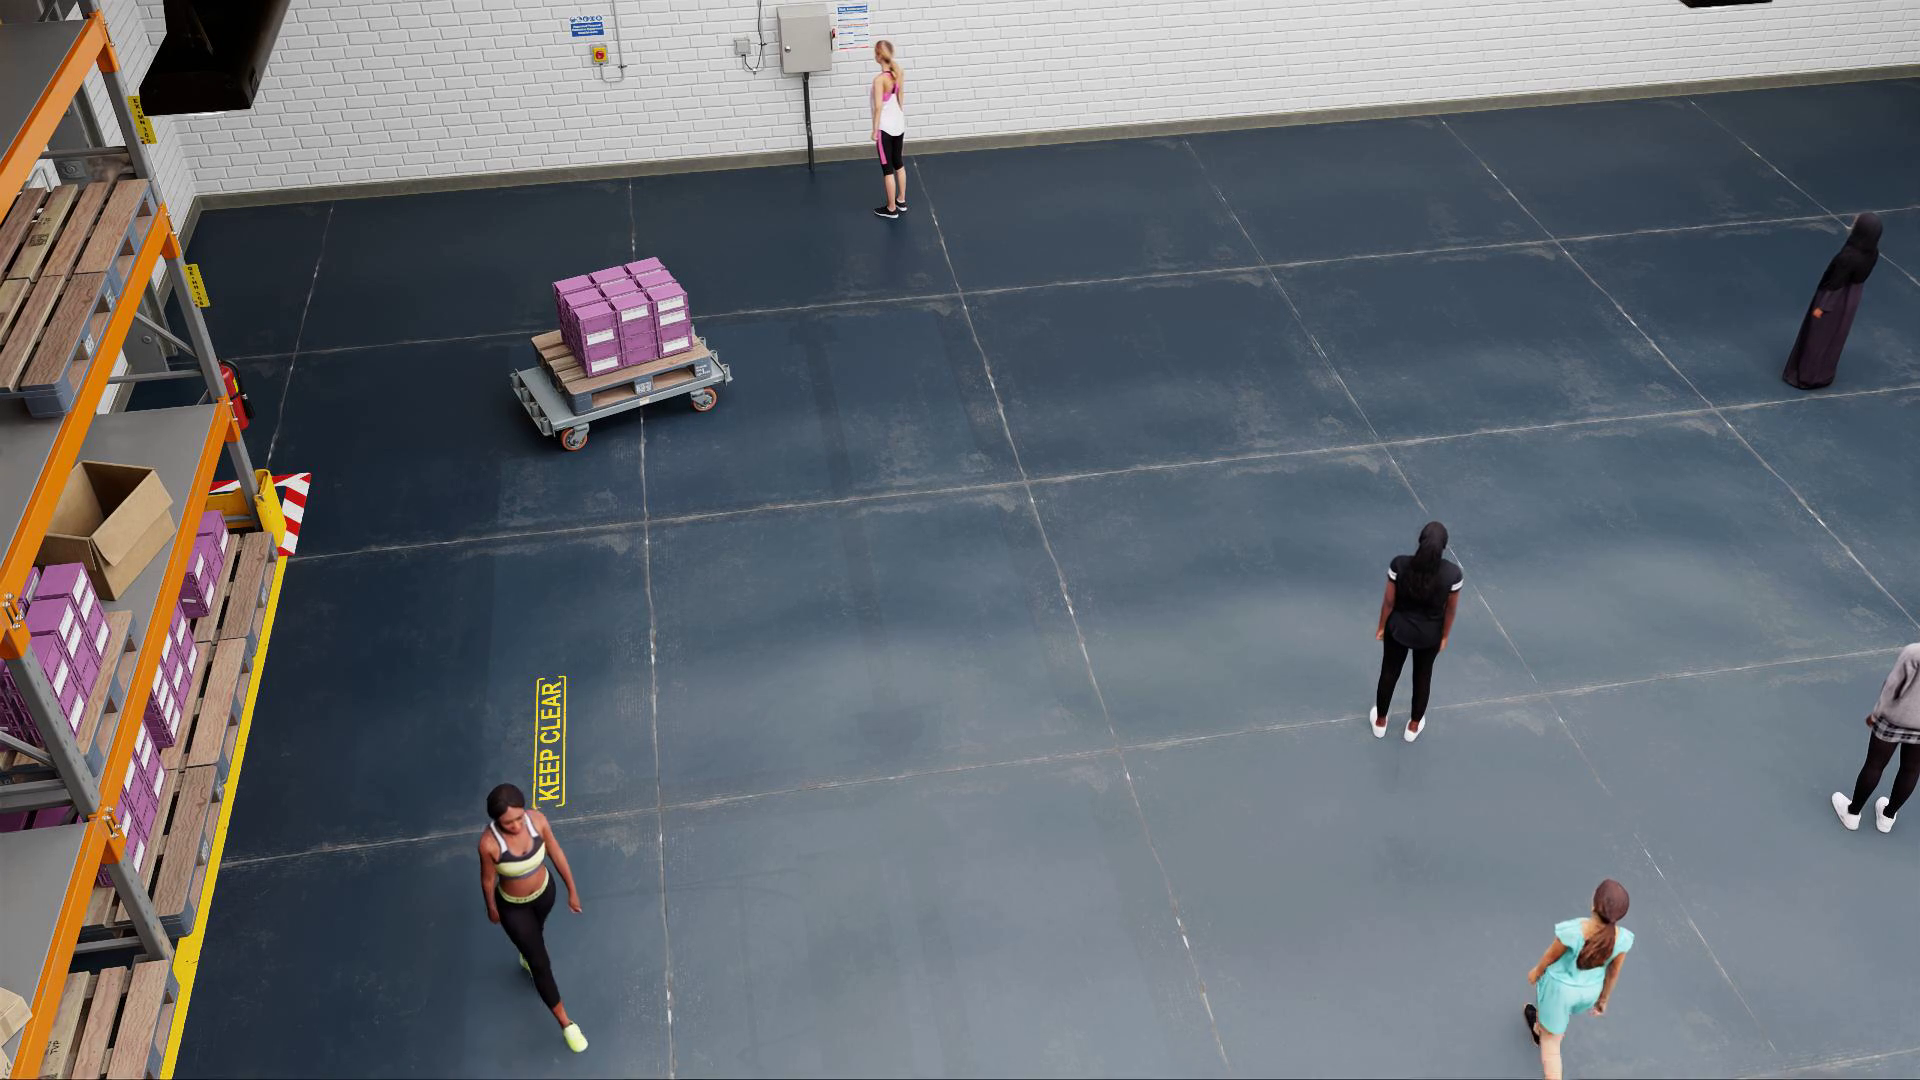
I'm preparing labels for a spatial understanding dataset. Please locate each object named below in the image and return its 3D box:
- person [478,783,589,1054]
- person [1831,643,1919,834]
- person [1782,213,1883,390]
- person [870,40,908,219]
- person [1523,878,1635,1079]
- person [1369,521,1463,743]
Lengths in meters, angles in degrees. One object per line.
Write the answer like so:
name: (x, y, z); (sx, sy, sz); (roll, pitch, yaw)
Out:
person: (-2.366, 1.882, 8.964); (0.937, 1.709, 1.173); (-26, 45, -29)
person: (5.693, 1.070, 9.930); (0.683, 1.772, 0.655); (6, 39, 8)
person: (7.345, -2.010, 13.912); (0.684, 1.615, 0.703); (-22, 43, -25)
person: (-0.689, -4.027, 16.300); (0.738, 1.787, 0.678); (23, 44, 26)
person: (3.143, 2.345, 8.526); (0.669, 1.530, 1.096); (0, 39, -1)
person: (2.885, 0.583, 10.575); (0.702, 1.728, 0.720); (11, 40, 13)
